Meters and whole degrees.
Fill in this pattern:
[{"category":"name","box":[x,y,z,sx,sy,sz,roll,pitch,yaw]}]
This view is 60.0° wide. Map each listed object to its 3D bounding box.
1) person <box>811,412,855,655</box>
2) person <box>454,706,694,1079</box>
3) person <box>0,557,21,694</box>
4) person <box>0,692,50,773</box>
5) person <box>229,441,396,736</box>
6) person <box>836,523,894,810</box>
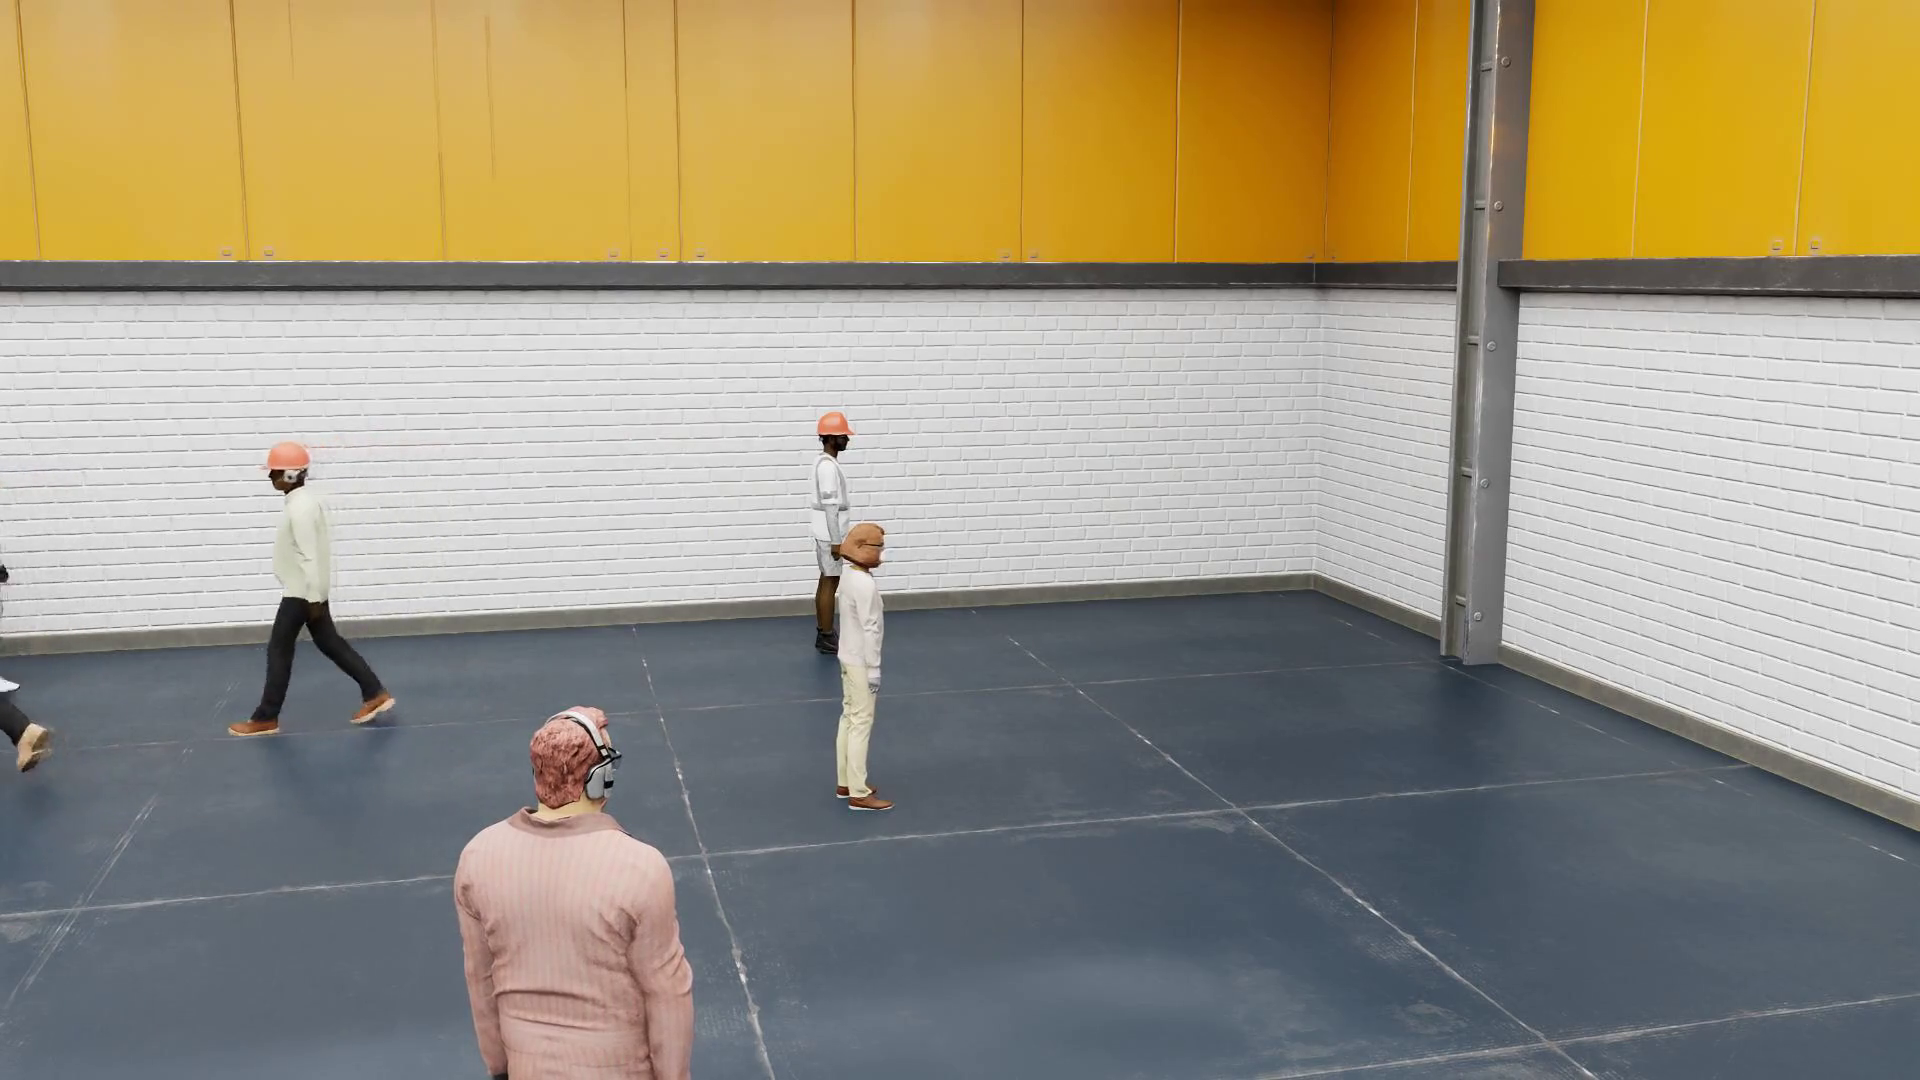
[{"category":"person","box":[-1.011,-0.056,13.295,0.357,1.938,0.542,-2,9,-11]},{"category":"person","box":[-0.988,1.380,4.428,0.643,1.909,0.410,3,10,17]},{"category":"person","box":[-7.109,0.174,11.985,0.805,1.891,0.584,-1,9,-8]},{"category":"person","box":[-5.837,0.474,9.665,0.703,2.000,0.693,-1,9,-3]},{"category":"person","box":[-4.300,0.309,11.004,1.024,1.955,0.623,-3,9,-16]},{"category":"person","box":[-0.550,0.708,9.468,0.280,1.631,0.504,-3,10,-18]}]
